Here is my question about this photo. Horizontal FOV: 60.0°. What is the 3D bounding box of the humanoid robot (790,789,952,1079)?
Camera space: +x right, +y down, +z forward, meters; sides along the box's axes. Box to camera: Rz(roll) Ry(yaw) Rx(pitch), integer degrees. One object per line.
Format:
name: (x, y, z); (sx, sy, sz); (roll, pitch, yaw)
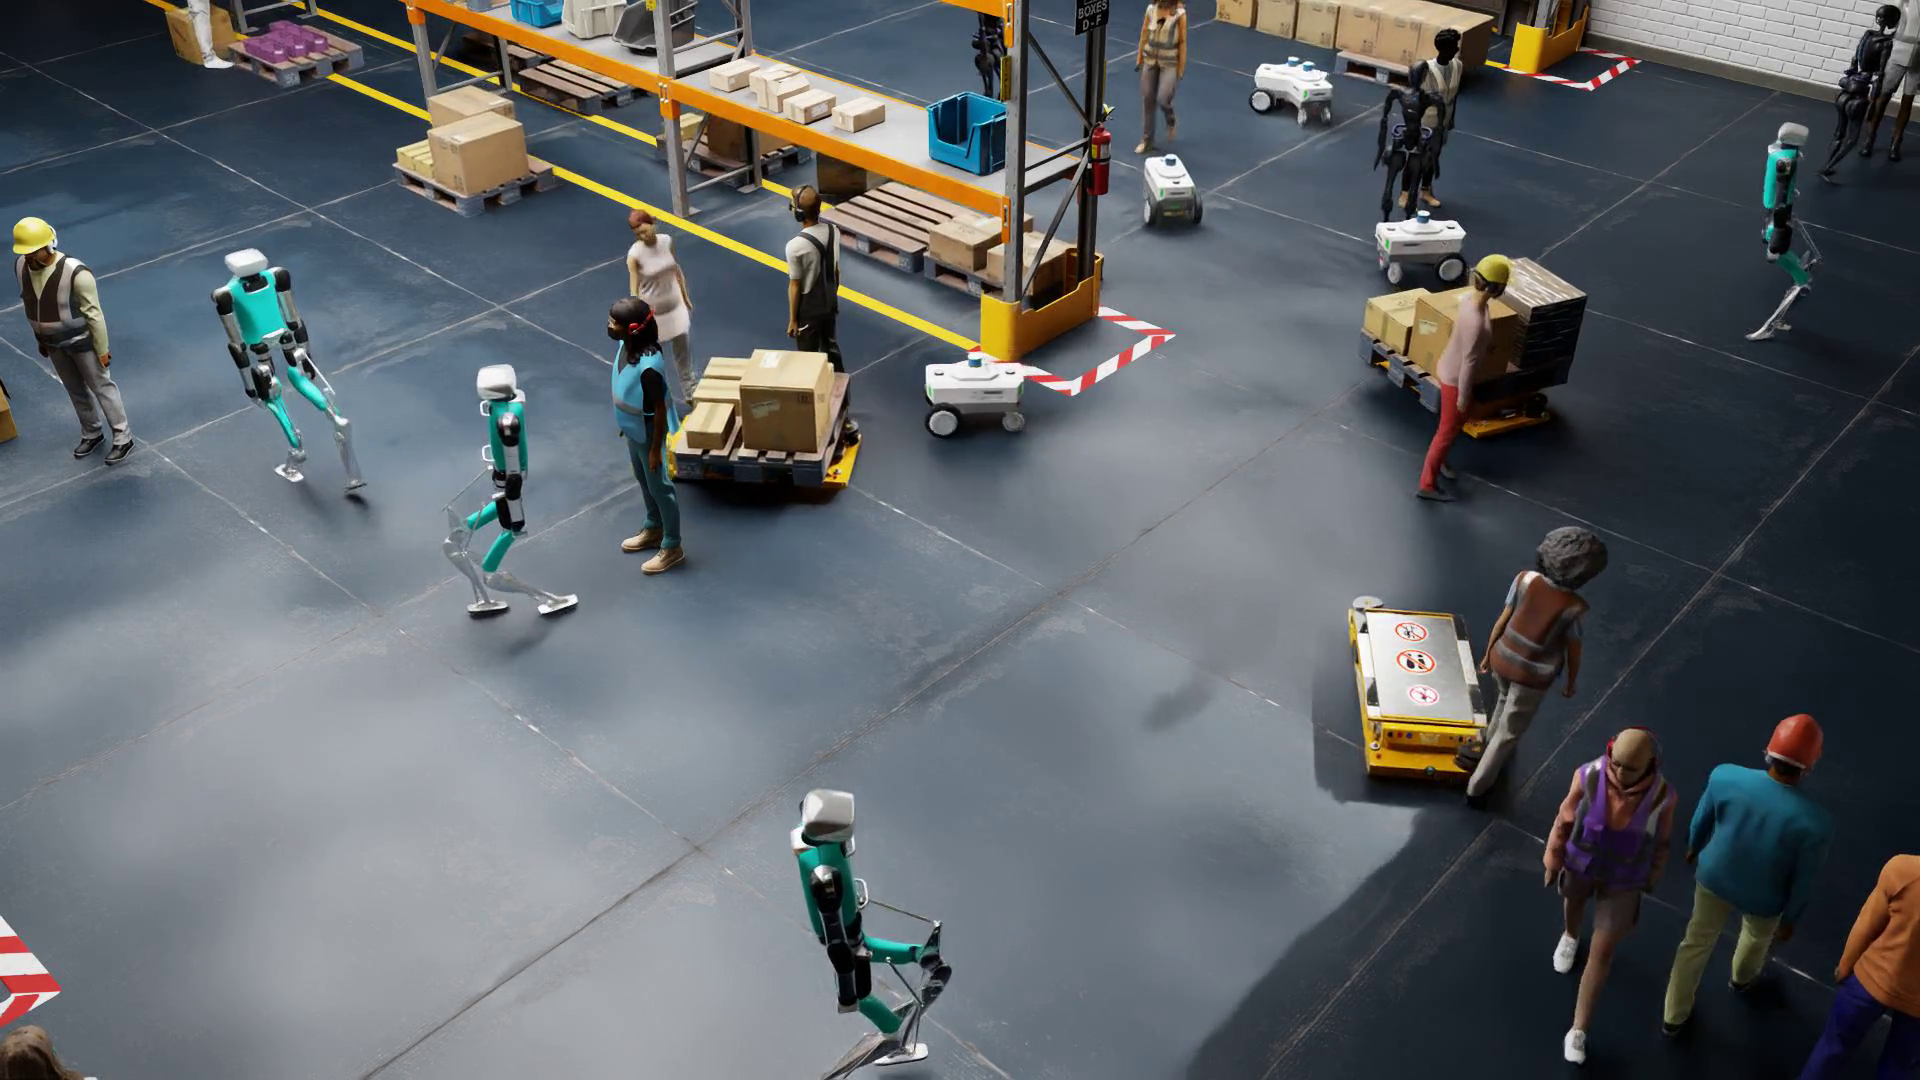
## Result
humanoid robot: (-0.357, 1.725, 7.023); (0.922, 1.768, 0.541); (-6, 35, -8)

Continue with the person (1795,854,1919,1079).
person: (3.839, 1.786, 6.730); (0.517, 1.973, 0.401); (20, 39, 26)

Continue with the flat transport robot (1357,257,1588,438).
flat transport robot: (3.745, -1.231, 12.594); (0.659, 0.231, 1.431); (-14, 37, -19)

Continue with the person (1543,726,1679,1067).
person: (2.839, 1.508, 7.397); (0.493, 1.623, 0.914); (17, 38, 23)

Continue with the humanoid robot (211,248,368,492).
humanoid robot: (-4.372, -1.012, 11.038); (1.039, 1.777, 0.531); (24, 41, 31)

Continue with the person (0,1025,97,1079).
person: (-3.216, 2.380, 6.135); (0.498, 1.659, 0.335); (-12, 36, -17)

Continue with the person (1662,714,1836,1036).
person: (3.539, 1.451, 7.420); (0.581, 1.714, 0.836); (29, 44, 35)

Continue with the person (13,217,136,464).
person: (-6.119, -1.376, 11.439); (0.589, 1.825, 0.403); (10, 36, 14)

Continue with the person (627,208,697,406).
person: (-2.141, -1.654, 12.005); (0.380, 1.637, 0.654); (27, 43, 34)

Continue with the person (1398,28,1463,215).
person: (4.273, -3.796, 15.056); (0.533, 1.692, 0.320); (-18, 39, -24)

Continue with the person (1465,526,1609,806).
person: (2.972, 0.655, 8.636); (0.648, 1.644, 0.439); (-25, 42, -32)

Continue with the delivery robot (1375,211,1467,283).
delivery robot: (3.948, -2.506, 14.198); (0.777, 0.605, 0.522); (-2, 35, -3)

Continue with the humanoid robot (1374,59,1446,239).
humanoid robot: (3.926, -3.397, 14.495); (0.584, 1.644, 0.399); (13, 37, 18)

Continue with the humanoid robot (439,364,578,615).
humanoid robot: (-2.821, -0.209, 9.836); (0.894, 1.772, 0.566); (-10, 36, -14)

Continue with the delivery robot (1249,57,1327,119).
delivery robot: (3.455, -4.764, 17.454); (0.789, 0.587, 0.499); (14, 37, 20)

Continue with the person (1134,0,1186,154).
person: (1.965, -4.651, 16.225); (0.504, 1.761, 0.431); (20, 40, 27)

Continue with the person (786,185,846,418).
person: (-1.033, -1.640, 11.811); (0.344, 1.839, 0.499); (22, 40, 29)

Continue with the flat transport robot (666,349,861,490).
flat transport robot: (-1.457, -0.637, 11.734); (1.431, 0.231, 0.659); (4, 35, 5)

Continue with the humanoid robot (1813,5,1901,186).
humanoid robot: (8.403, -4.199, 15.659); (0.453, 1.647, 0.616); (0, 35, 0)

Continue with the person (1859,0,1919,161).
person: (9.156, -4.634, 16.072); (0.547, 1.924, 0.387); (13, 37, 18)

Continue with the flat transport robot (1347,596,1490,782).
flat transport robot: (2.630, 0.839, 9.595); (0.659, 0.231, 1.431); (4, 35, 5)

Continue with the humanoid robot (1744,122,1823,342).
humanoid robot: (6.516, -2.345, 12.922); (0.811, 1.784, 0.592); (10, 36, 14)

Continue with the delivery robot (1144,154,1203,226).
delivery robot: (1.916, -3.227, 15.229); (0.499, 0.589, 0.785); (-4, 35, -5)

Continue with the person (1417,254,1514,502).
person: (3.358, -1.080, 11.070); (0.382, 1.750, 0.559); (8, 35, 11)

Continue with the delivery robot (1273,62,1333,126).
delivery robot: (3.591, -4.686, 17.364); (0.499, 0.614, 0.808); (-8, 35, -11)

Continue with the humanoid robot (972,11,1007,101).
humanoid robot: (0.317, -4.938, 16.714); (0.341, 1.650, 0.590); (14, 37, 19)

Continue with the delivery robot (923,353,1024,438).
delivery robot: (0.076, -1.075, 12.126); (0.781, 0.605, 0.499); (-1, 35, -1)

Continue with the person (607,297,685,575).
person: (-1.961, -0.659, 10.360); (0.392, 1.866, 0.514); (-20, 39, -26)

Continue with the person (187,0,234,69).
person: (-8.422, -6.186, 18.332); (0.405, 1.905, 0.651); (-17, 38, -23)
